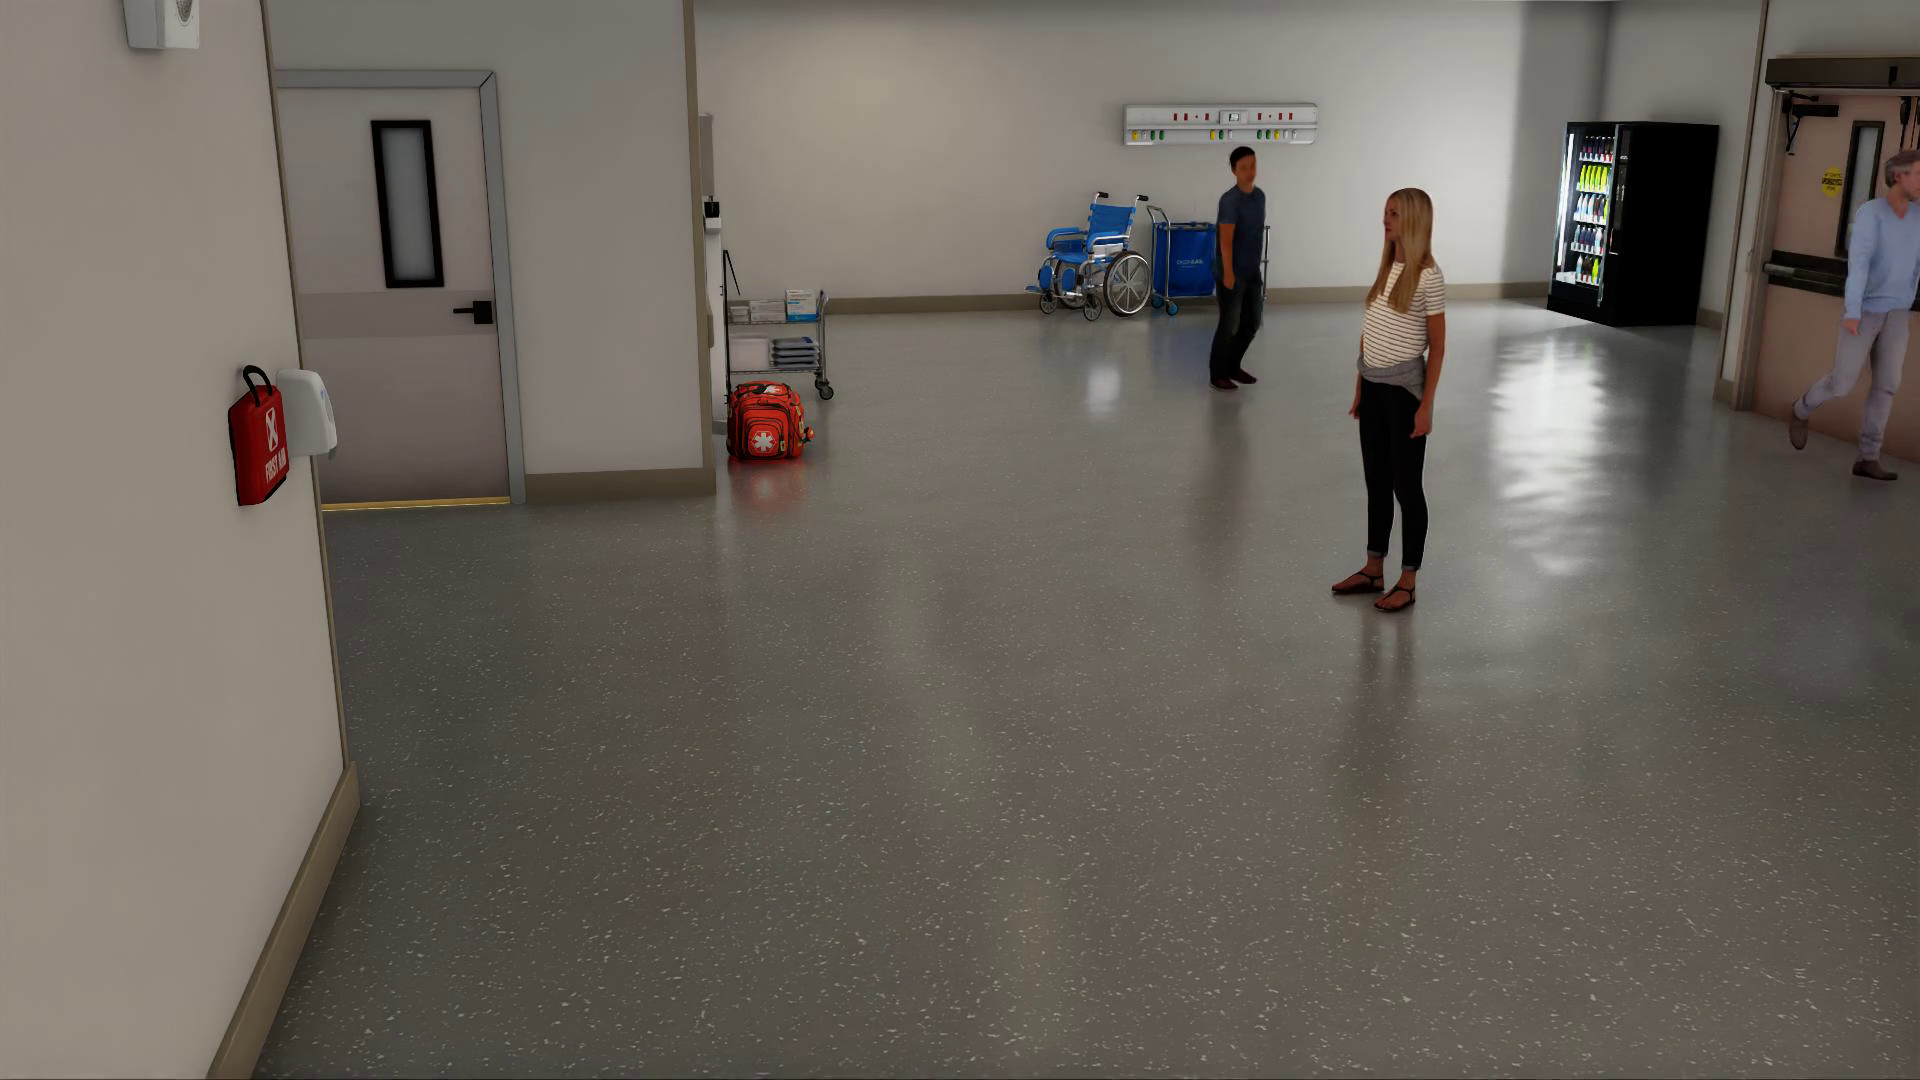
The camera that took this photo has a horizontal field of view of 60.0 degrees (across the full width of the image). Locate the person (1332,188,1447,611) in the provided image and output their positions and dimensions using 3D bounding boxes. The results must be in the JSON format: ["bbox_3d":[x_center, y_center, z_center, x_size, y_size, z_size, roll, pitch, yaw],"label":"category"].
[{"bbox_3d":[1.921,-0.616,7.296,0.731,1.826,0.569,-8,18,-26],"label":"person"}]

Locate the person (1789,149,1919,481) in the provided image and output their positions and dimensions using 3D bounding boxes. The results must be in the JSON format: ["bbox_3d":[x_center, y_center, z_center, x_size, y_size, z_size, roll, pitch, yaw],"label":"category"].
[{"bbox_3d":[5.241,-1.302,9.654,0.654,1.866,1.033,-3,16,-10],"label":"person"}]

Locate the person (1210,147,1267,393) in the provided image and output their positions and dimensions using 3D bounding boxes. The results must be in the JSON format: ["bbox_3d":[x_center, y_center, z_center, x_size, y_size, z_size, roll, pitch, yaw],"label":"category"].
[{"bbox_3d":[1.995,-1.961,12.169,0.847,1.770,0.820,9,18,30],"label":"person"}]
